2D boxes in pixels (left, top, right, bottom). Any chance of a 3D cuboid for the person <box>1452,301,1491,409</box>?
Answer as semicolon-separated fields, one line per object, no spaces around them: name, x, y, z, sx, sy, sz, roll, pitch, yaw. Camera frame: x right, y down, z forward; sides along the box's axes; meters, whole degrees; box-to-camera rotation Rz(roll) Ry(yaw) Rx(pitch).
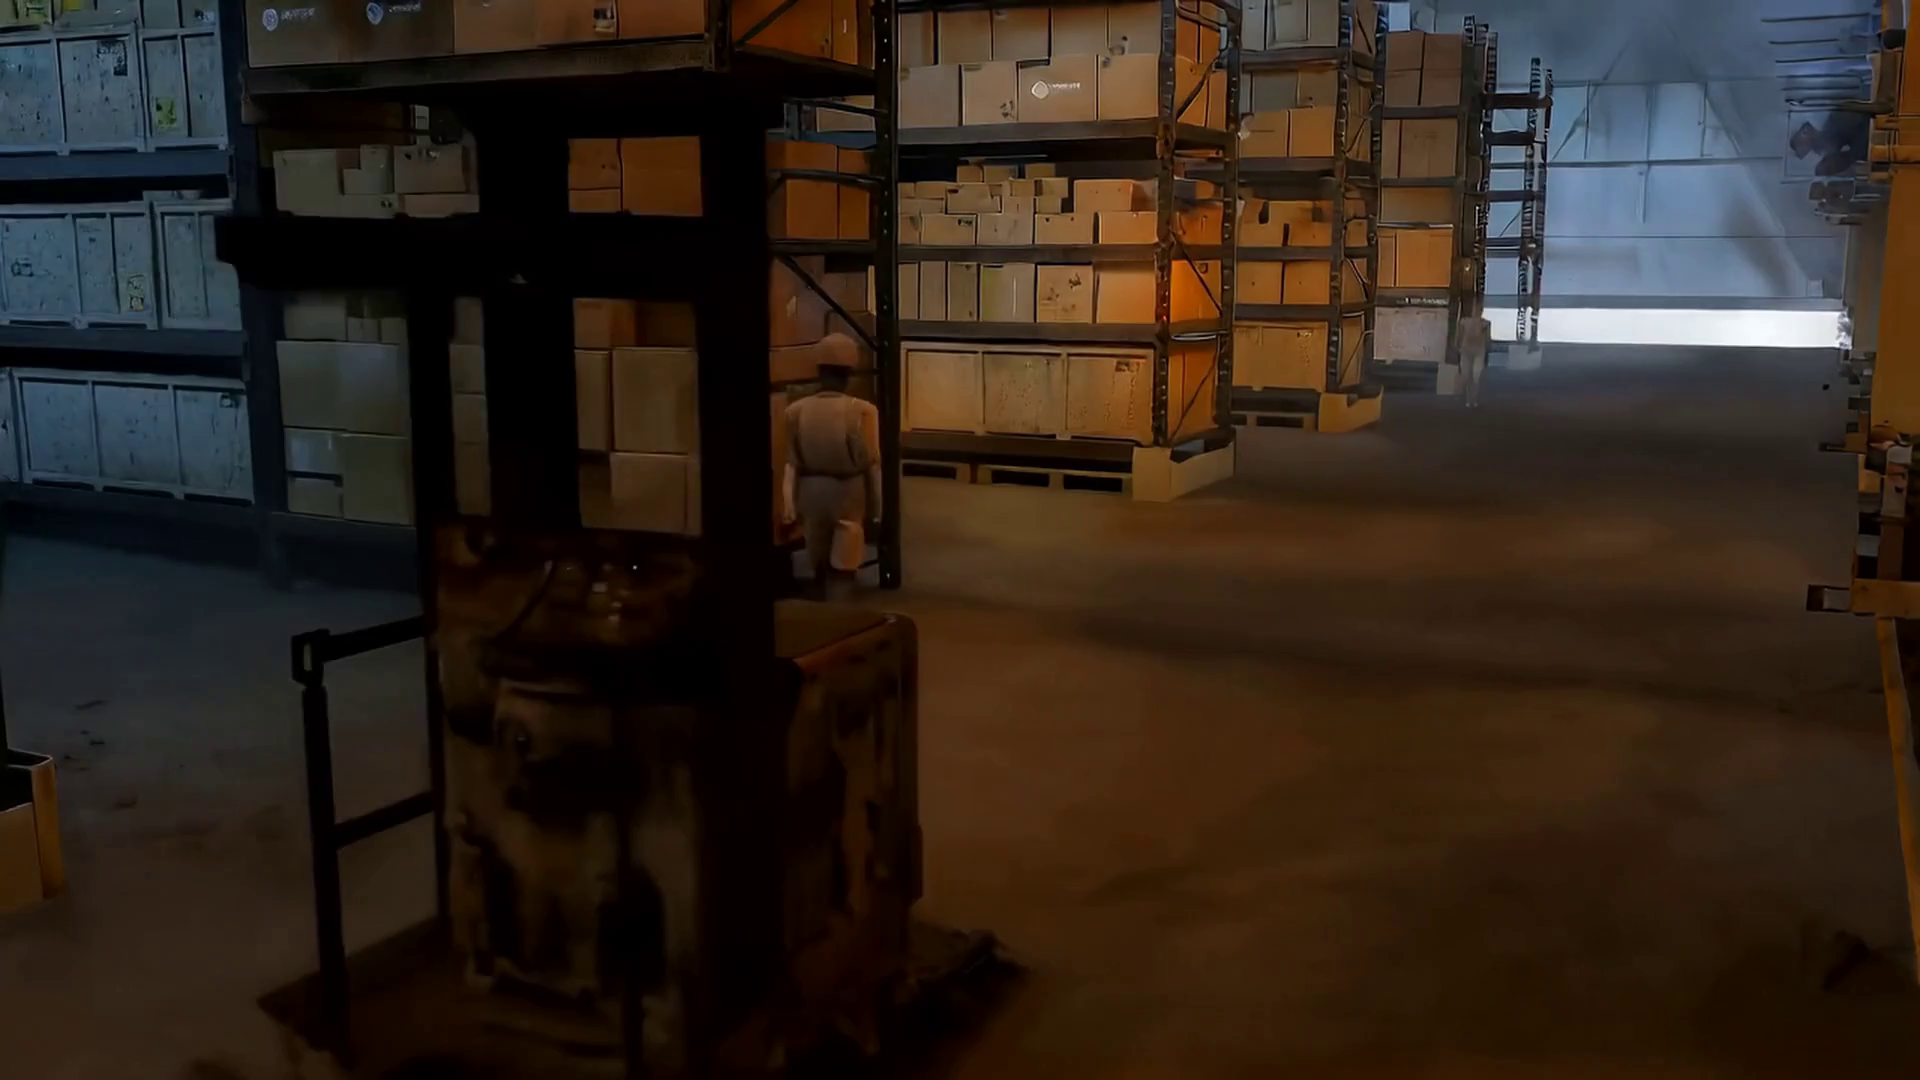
person;7.622;-2.754;24.832;0.535;1.609;0.690;5;11;25

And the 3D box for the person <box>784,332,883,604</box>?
person;-0.716;-0.174;9.103;0.552;1.912;0.879;3;10;15

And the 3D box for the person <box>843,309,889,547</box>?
person;-0.887;-0.905;13.375;0.675;1.879;0.720;-7;12;-34

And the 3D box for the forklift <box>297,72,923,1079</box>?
forklift;-0.989;0.020;5.129;1.129;2.768;1.873;5;11;27
